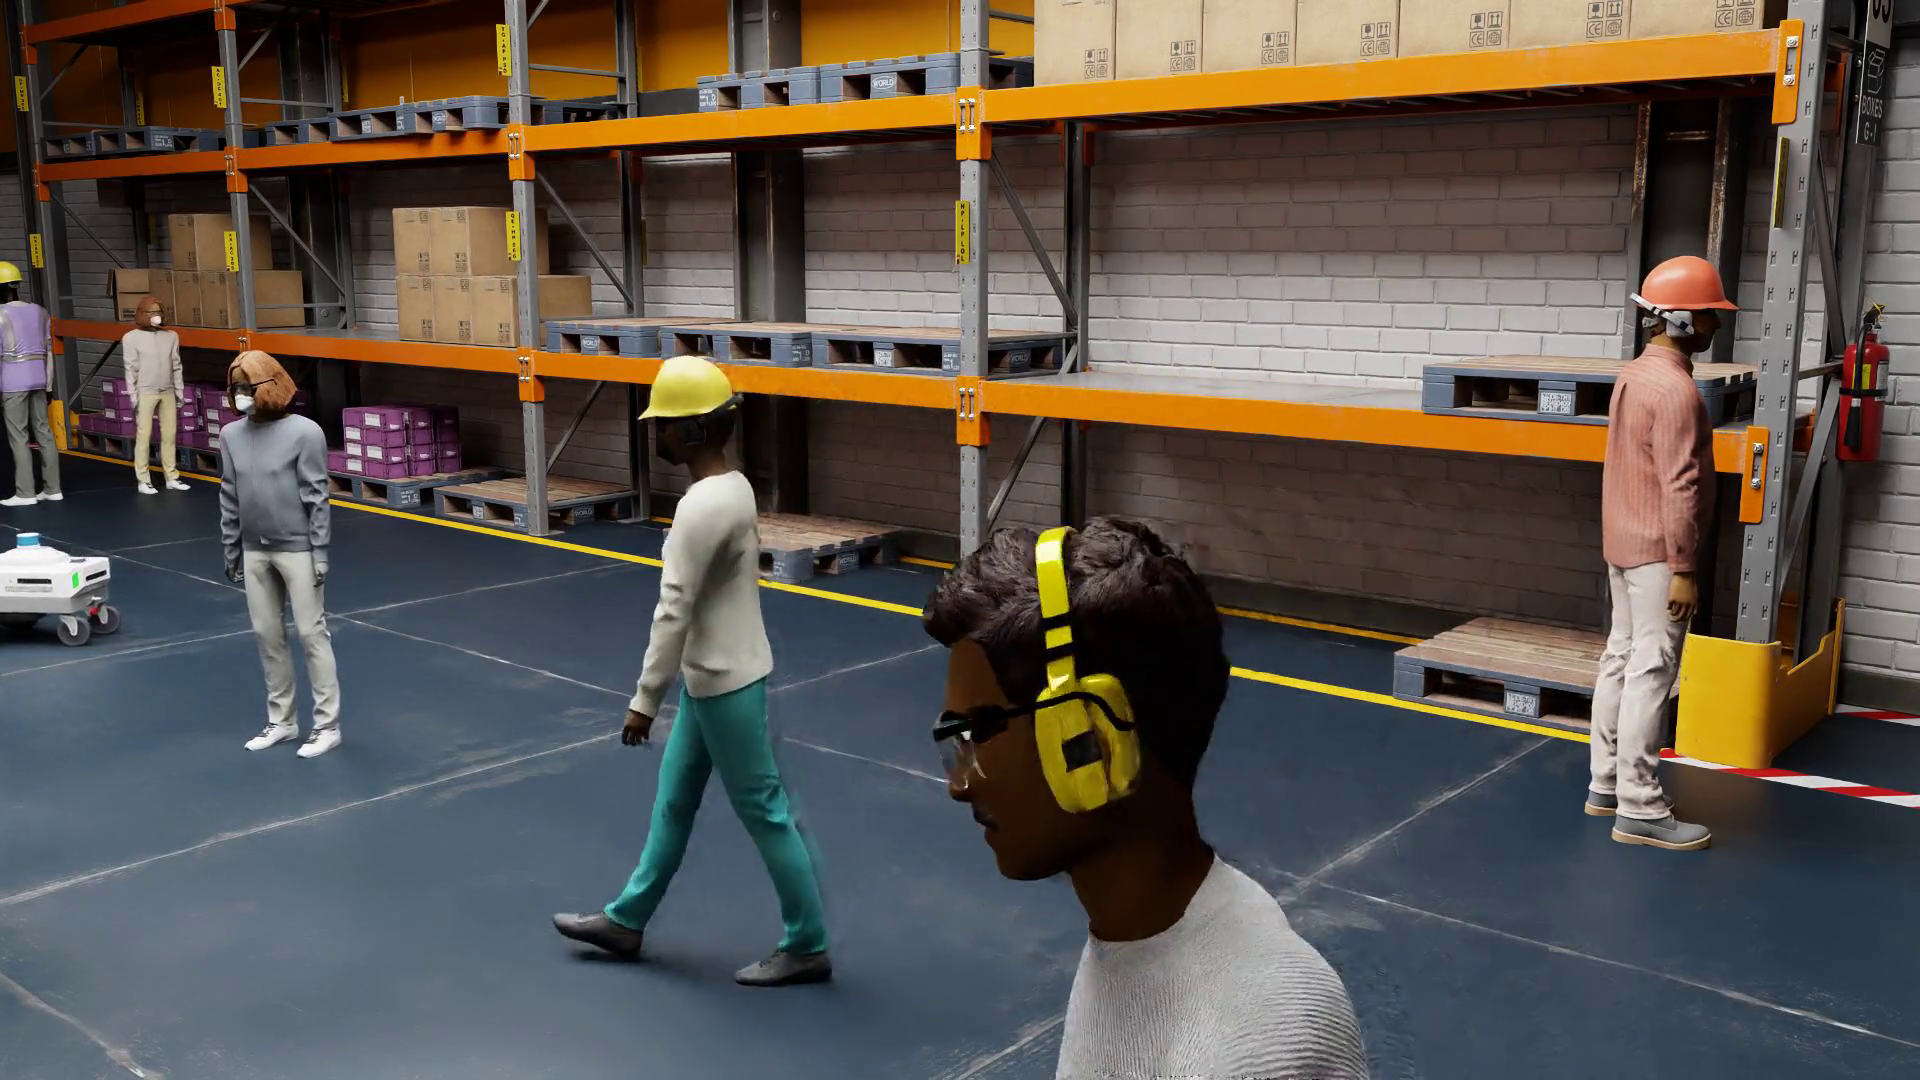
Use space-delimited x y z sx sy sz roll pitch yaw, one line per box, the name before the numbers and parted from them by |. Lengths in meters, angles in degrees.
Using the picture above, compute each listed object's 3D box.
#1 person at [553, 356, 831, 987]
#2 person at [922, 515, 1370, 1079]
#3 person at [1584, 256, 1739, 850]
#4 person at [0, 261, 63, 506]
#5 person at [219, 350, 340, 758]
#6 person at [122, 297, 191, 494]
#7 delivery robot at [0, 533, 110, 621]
person | -0.755 0.378 4.504 0.865 1.724 0.542 0 10 0
person | 0.142 0.889 1.392 0.944 1.810 0.480 -1 10 -8
person | 2.383 0.041 5.676 0.381 1.994 0.622 1 10 4
person | -7.420 -1.226 13.117 0.397 1.919 0.589 4 11 19
person | -2.735 0.056 6.654 0.508 1.623 0.294 3 10 17
person | -6.658 -1.192 13.764 0.284 1.626 0.492 6 12 31
delivery robot | -4.777 0.207 8.563 0.707 0.478 0.477 1 10 4
